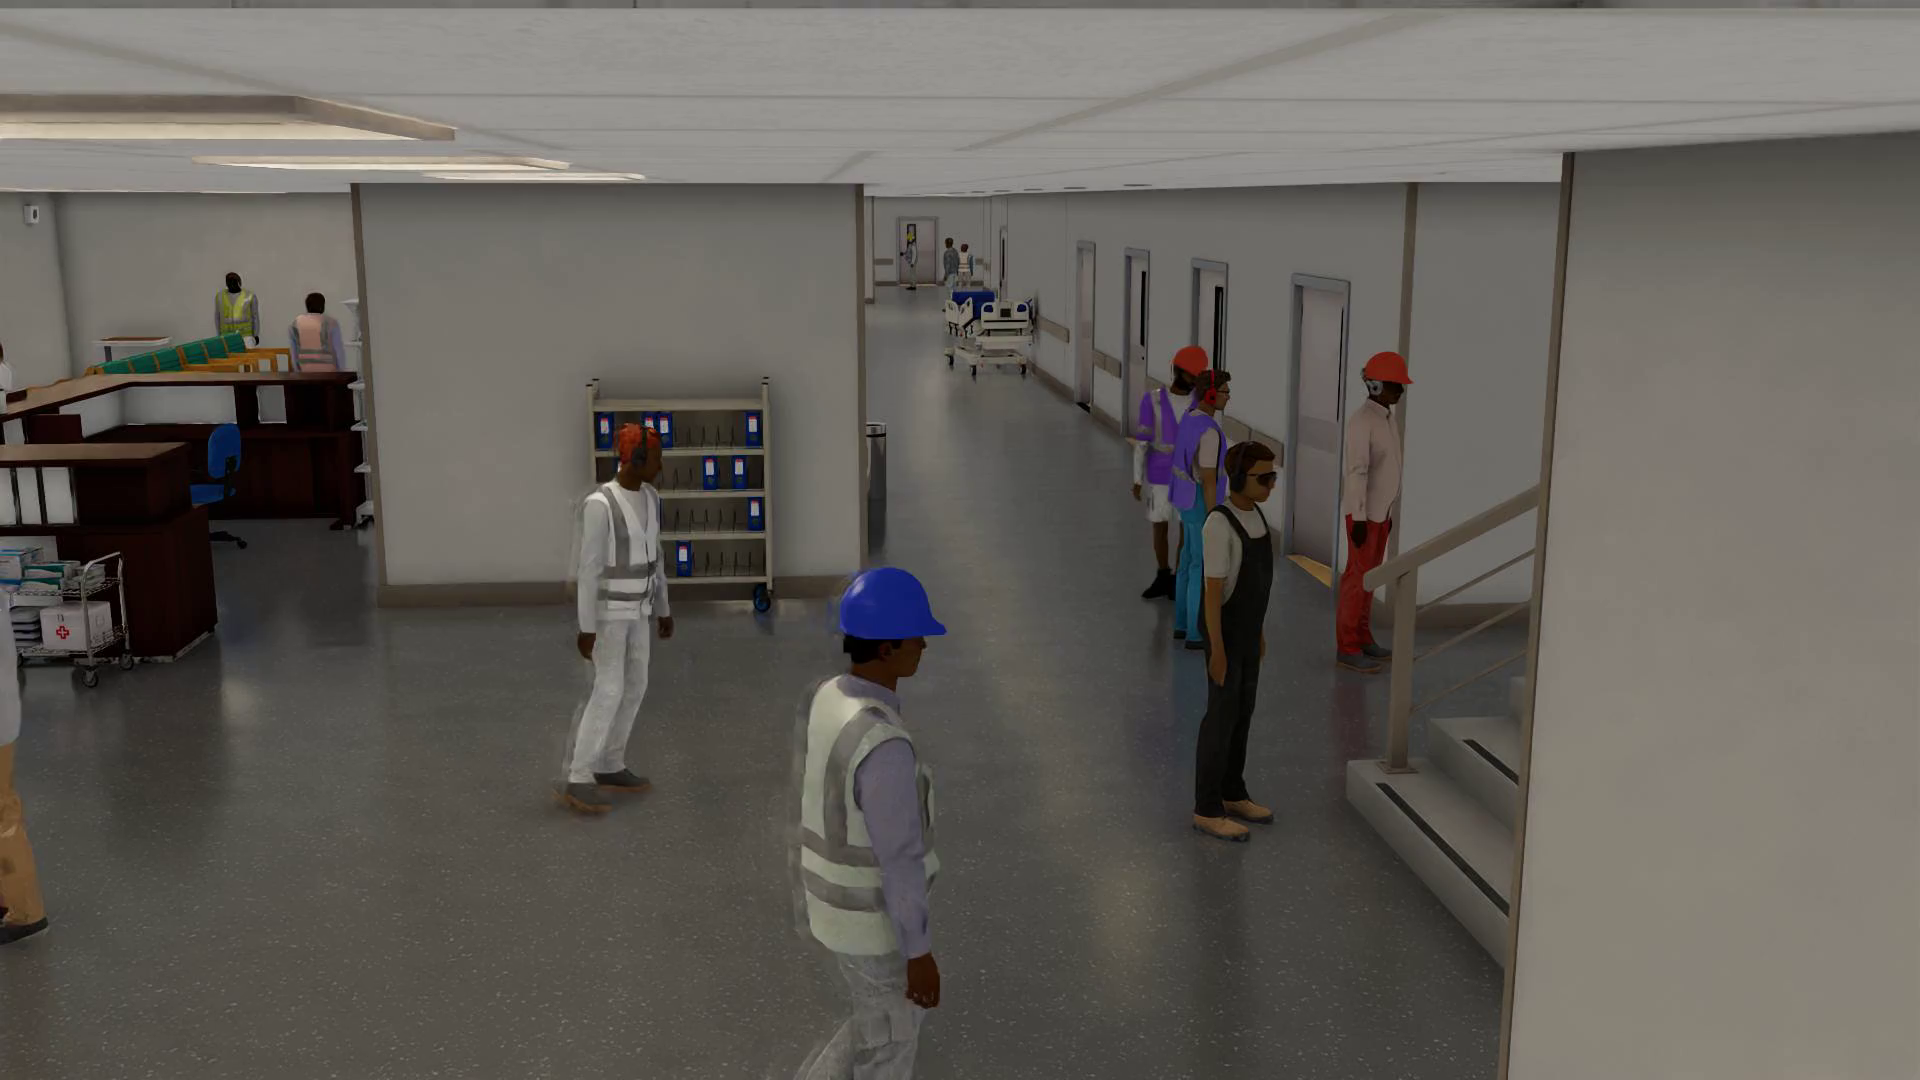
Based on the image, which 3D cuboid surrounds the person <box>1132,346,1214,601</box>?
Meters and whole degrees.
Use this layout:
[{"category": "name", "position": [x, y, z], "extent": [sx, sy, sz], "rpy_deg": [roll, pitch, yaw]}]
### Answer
[{"category": "person", "position": [1.535, -0.470, 12.029], "extent": [0.576, 1.894, 0.576], "rpy_deg": [-1, 12, -3]}]

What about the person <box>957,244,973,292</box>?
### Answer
[{"category": "person", "position": [0.130, -7.824, 48.586], "extent": [0.517, 1.636, 0.314], "rpy_deg": [2, 12, 12]}]

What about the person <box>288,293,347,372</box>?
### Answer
[{"category": "person", "position": [-7.546, -1.990, 19.620], "extent": [0.644, 1.835, 0.439], "rpy_deg": [1, 12, 6]}]

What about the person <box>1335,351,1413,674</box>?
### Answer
[{"category": "person", "position": [2.578, -0.179, 10.354], "extent": [0.401, 1.989, 0.623], "rpy_deg": [7, 13, 29]}]

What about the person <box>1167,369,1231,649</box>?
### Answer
[{"category": "person", "position": [1.561, -0.195, 10.831], "extent": [0.392, 1.837, 0.560], "rpy_deg": [-2, 12, -7]}]

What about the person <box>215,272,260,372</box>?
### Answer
[{"category": "person", "position": [-10.797, -3.070, 24.855], "extent": [0.621, 1.845, 0.430], "rpy_deg": [-2, 12, -9]}]

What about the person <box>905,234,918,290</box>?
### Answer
[{"category": "person", "position": [-1.579, -9.039, 54.065], "extent": [0.403, 1.823, 0.586], "rpy_deg": [-2, 12, -8]}]

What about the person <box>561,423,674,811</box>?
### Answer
[{"category": "person", "position": [-1.655, 0.356, 8.094], "extent": [0.391, 1.847, 0.665], "rpy_deg": [5, 12, 21]}]

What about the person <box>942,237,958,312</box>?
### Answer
[{"category": "person", "position": [-0.263, -6.947, 43.558], "extent": [0.370, 1.941, 0.627], "rpy_deg": [5, 12, 22]}]

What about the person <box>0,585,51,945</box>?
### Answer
[{"category": "person", "position": [-3.850, 0.736, 6.530], "extent": [0.411, 1.757, 0.575], "rpy_deg": [-5, 12, -22]}]

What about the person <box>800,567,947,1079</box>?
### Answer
[{"category": "person", "position": [-0.254, 1.023, 4.621], "extent": [0.469, 1.932, 0.617], "rpy_deg": [-3, 12, -14]}]

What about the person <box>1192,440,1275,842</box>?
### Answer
[{"category": "person", "position": [1.268, 0.452, 7.649], "extent": [0.339, 1.839, 0.513], "rpy_deg": [8, 14, 33]}]
